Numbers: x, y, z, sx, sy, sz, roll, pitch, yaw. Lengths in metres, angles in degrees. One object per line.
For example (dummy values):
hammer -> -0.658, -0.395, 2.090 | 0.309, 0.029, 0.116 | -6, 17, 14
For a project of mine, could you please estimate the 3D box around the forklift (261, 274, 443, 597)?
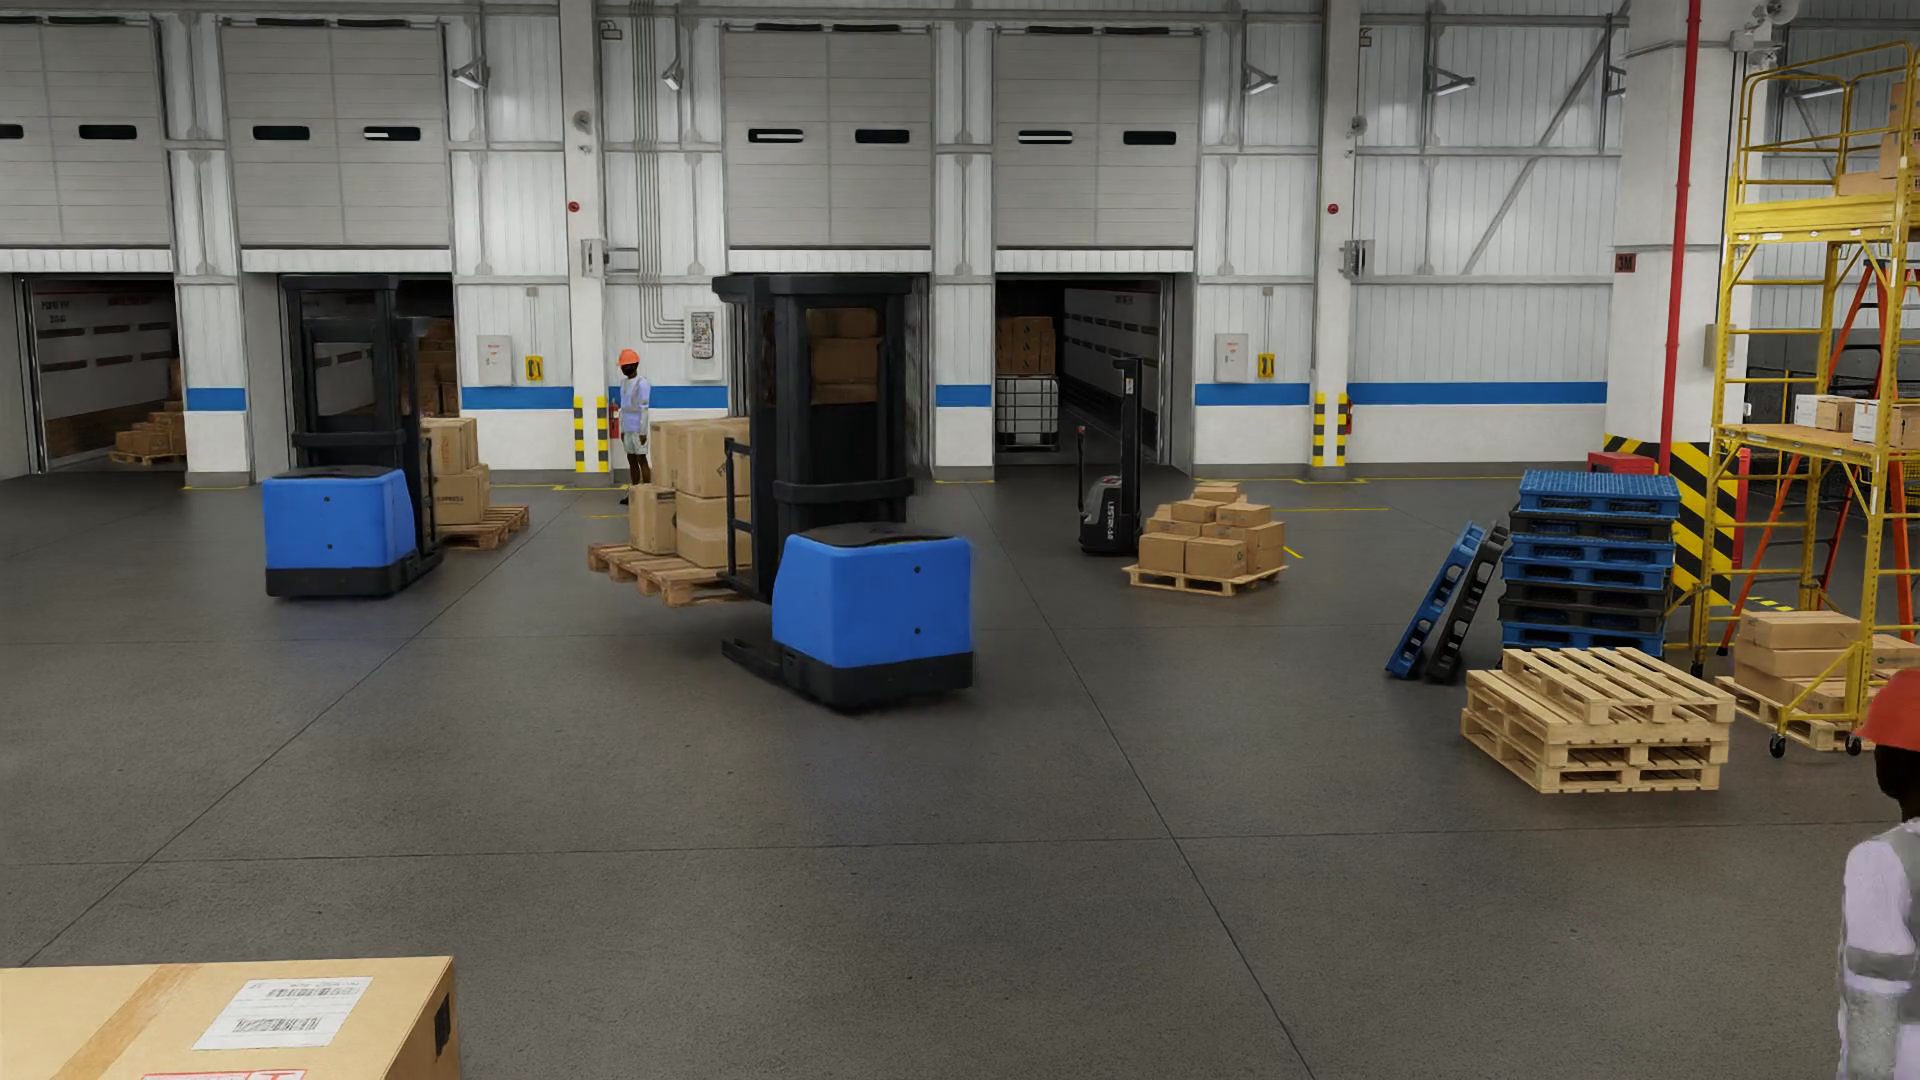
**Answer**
forklift -> -5.507, -0.992, 14.977 | 1.129, 2.768, 1.873 | -1, 9, -4

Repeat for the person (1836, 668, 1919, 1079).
person -> 2.218, 1.236, 4.044 | 0.574, 1.891, 0.953 | -3, 10, -20

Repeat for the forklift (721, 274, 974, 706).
forklift -> -0.795, -0.431, 11.453 | 1.129, 2.768, 1.873 | -5, 10, -30

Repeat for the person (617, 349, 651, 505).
person -> -3.999, -1.370, 20.337 | 0.390, 1.929, 0.544 | -8, 12, -41

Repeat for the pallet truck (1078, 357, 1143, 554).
pallet truck -> 2.088, -0.836, 16.757 | 1.885, 1.965, 0.823 | 2, 9, 13
